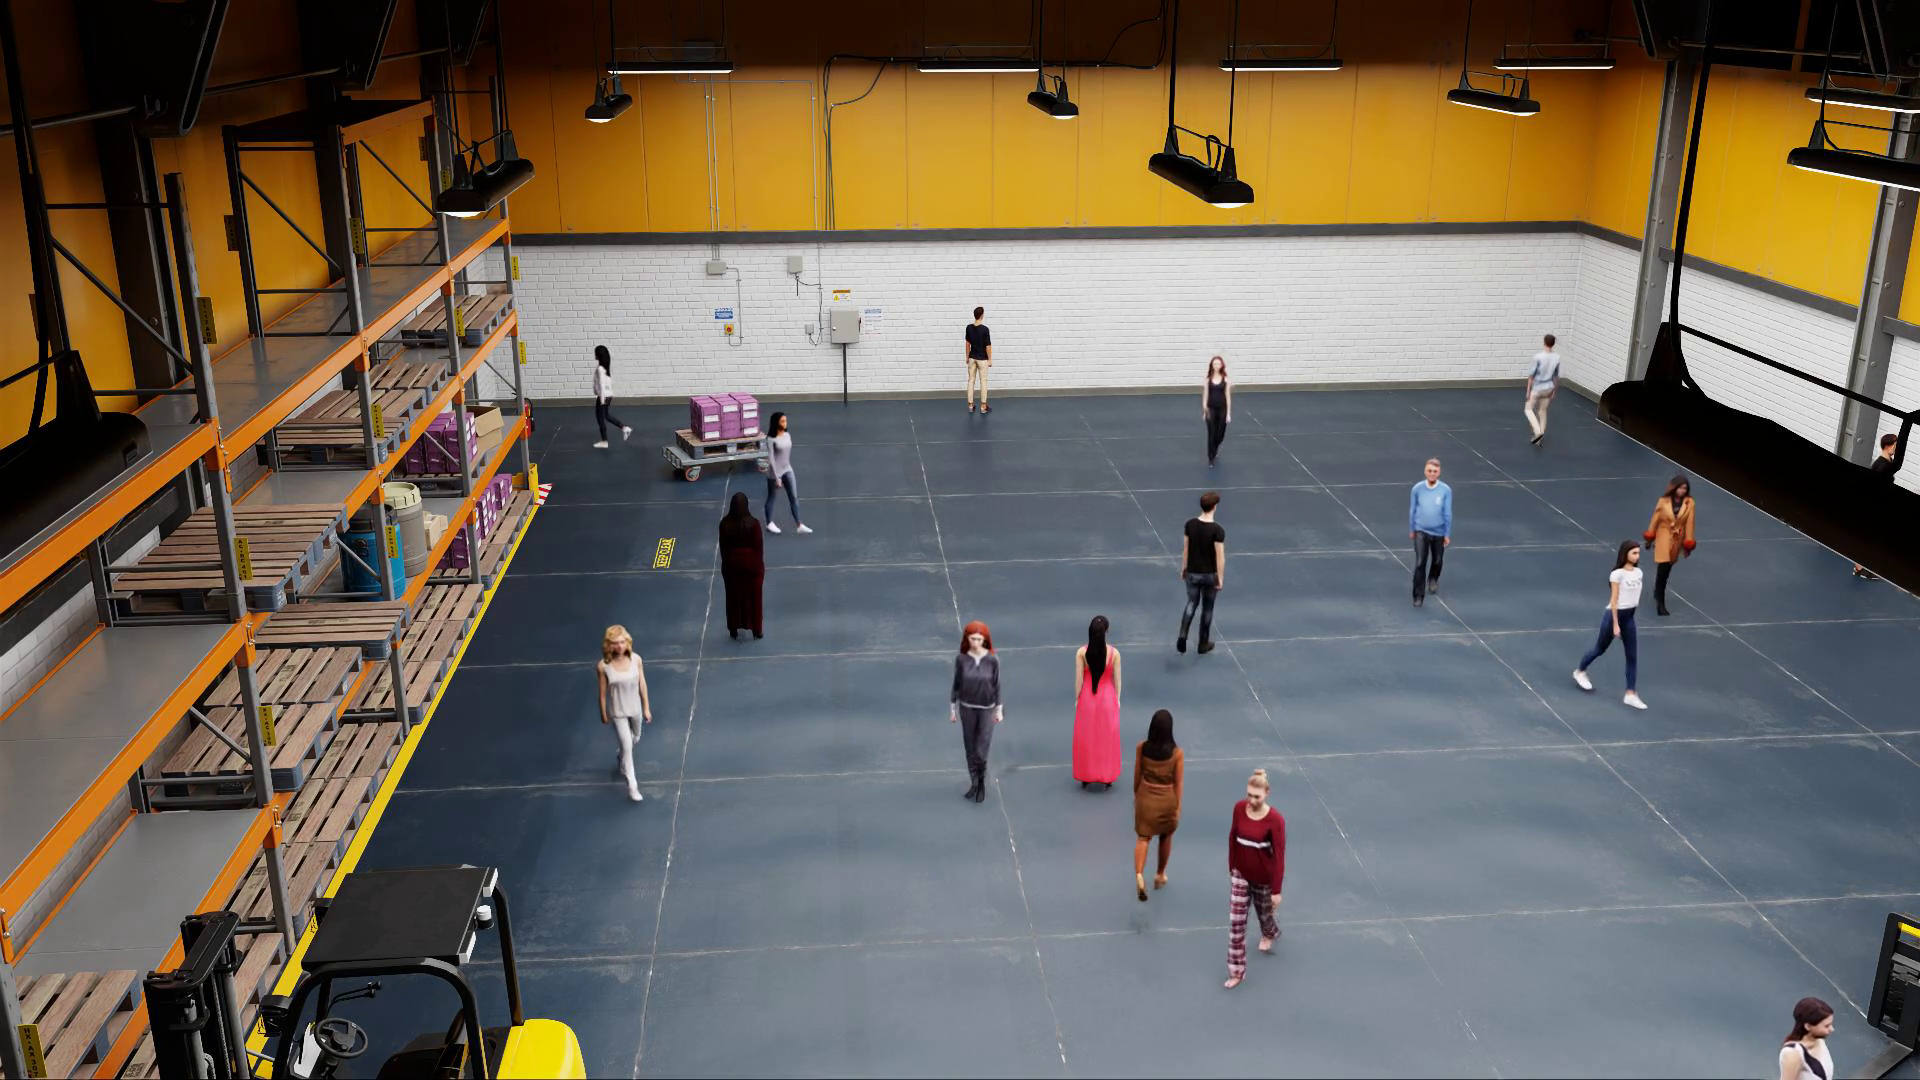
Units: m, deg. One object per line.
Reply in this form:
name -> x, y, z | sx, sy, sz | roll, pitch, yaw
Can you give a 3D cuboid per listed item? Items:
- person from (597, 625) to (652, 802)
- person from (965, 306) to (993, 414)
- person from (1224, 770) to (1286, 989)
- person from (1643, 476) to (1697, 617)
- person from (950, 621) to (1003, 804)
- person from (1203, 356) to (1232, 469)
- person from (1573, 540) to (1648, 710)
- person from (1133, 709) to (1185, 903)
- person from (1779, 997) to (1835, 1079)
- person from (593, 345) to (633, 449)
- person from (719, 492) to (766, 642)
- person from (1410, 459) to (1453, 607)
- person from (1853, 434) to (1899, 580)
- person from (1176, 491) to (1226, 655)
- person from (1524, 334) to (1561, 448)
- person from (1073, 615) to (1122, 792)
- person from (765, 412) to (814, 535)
person -> -3.129, 1.547, 15.480 | 0.881, 1.638, 1.131 | -11, 21, -29
person -> 0.316, -3.166, 29.131 | 0.727, 1.856, 0.719 | 9, 21, 25
person -> 2.266, 2.512, 12.569 | 1.028, 1.666, 1.143 | 11, 22, 30
person -> 8.466, 0.035, 19.918 | 0.958, 1.671, 1.297 | 5, 19, 16
person -> 0.183, 1.546, 15.289 | 0.714, 1.761, 0.719 | 5, 19, 16
person -> 4.014, -2.033, 25.976 | 0.705, 1.722, 1.056 | 2, 19, 5
person -> 6.807, 0.848, 17.406 | 0.850, 1.732, 1.203 | -8, 20, -23
person -> 1.587, 2.194, 13.508 | 0.808, 1.669, 1.028 | 7, 20, 19
person -> 4.888, 3.426, 9.936 | 1.106, 1.614, 1.034 | 15, 24, 38
person -> -5.653, -2.298, 26.819 | 0.692, 1.687, 0.797 | -1, 19, -2
person -> -2.485, 0.303, 18.987 | 0.714, 1.757, 0.675 | 3, 19, 8
person -> 5.746, -0.132, 20.243 | 1.012, 1.779, 1.290 | 7, 20, 19
person -> 11.625, -0.457, 21.081 | 0.825, 1.860, 0.736 | 12, 22, 32
person -> 2.650, 0.405, 18.483 | 0.968, 1.884, 1.067 | 11, 22, 30
person -> 9.428, -2.386, 26.844 | 0.672, 1.837, 0.735 | -3, 19, -8
person -> 1.276, 1.513, 15.442 | 0.645, 1.725, 0.605 | 1, 19, 3
person -> -2.540, -0.900, 22.640 | 1.055, 1.706, 0.987 | 16, 24, 39
